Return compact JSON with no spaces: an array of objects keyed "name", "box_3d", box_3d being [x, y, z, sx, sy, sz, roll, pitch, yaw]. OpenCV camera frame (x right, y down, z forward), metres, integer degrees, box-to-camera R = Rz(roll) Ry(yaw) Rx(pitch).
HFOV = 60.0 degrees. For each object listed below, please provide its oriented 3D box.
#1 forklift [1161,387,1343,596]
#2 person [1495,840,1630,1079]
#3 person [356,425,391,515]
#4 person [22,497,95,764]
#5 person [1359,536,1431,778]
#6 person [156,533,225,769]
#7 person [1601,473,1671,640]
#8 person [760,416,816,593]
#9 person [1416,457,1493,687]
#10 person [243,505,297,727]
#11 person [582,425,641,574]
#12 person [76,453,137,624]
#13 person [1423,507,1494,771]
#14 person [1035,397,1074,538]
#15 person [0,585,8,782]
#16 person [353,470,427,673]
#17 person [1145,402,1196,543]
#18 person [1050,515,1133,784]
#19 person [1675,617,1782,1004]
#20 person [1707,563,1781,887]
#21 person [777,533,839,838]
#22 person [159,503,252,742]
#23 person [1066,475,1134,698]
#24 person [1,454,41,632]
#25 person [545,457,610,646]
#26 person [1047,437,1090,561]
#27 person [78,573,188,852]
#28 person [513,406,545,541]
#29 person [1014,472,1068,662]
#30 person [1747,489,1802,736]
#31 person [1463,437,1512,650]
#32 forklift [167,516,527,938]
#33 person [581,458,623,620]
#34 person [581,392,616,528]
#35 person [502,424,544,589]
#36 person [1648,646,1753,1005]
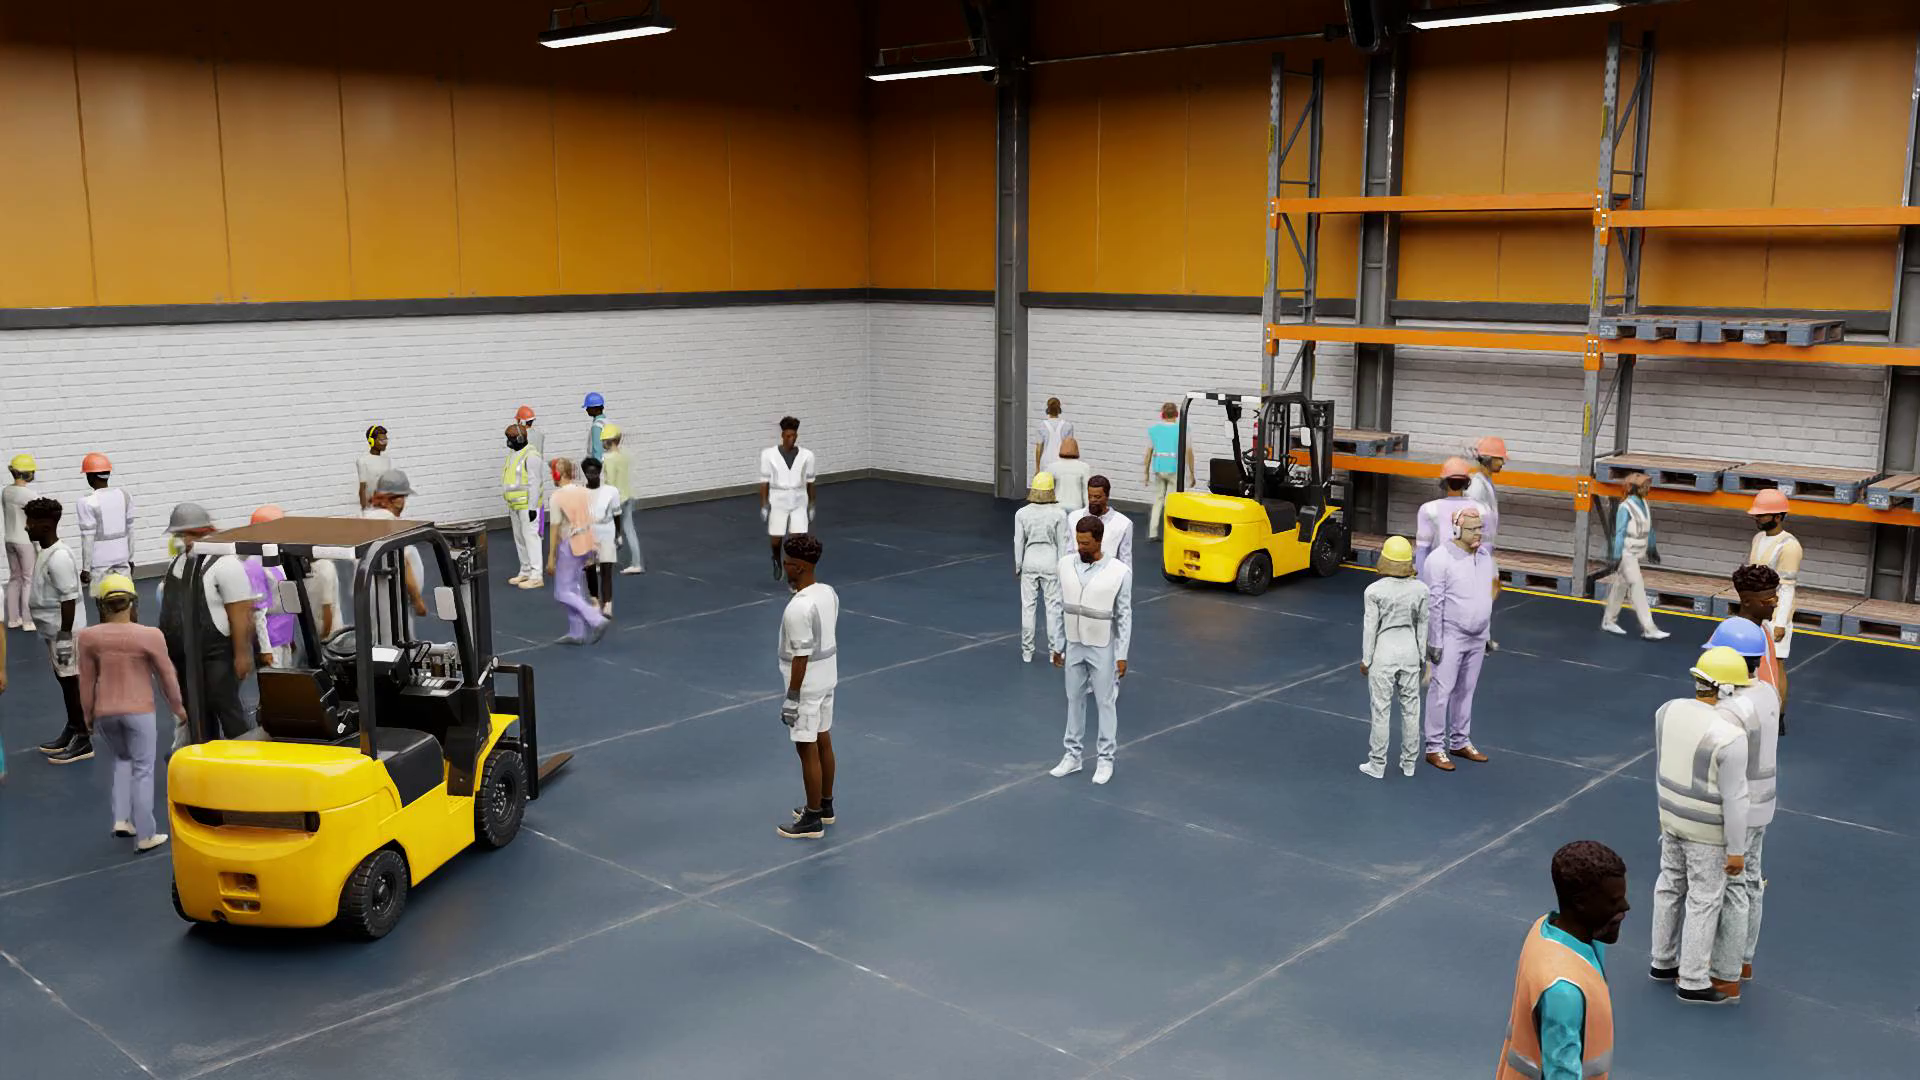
[{"name":"forklift","box_3d":[3.298,-0.608,18.767,1.214,2.155,2.313,9,13,42]},{"name":"person","box_3d":[1.912,1.883,5.377,0.373,1.915,0.594,3,10,17]},{"name":"person","box_3d":[-6.329,-0.320,18.095,0.323,1.860,0.519,4,11,22]},{"name":"person","box_3d":[-6.630,0.653,12.234,0.372,1.966,0.603,-7,12,-34]},{"name":"person","box_3d":[3.088,0.831,11.855,0.487,1.746,0.287,-2,10,-9]},{"name":"person","box_3d":[-5.400,0.823,11.857,0.781,1.778,0.615,9,13,41]},{"name":"person","box_3d":[6.588,0.166,16.048,0.801,1.606,0.518,9,13,42]},{"name":"person","box_3d":[-1.889,-0.403,18.271,0.634,1.951,0.610,-2,10,-14]},{"name":"person","box_3d":[4.155,0.314,14.025,0.633,2.024,0.574,2,10,13]},{"name":"person","box_3d":[-4.944,0.704,12.032,0.362,1.938,0.545,-1,10,-4]},{"name":"person","box_3d":[-4.060,-0.462,19.234,0.836,1.724,0.555,3,10,16]},{"name":"person","box_3d":[-7.740,0.171,15.066,0.364,1.934,0.552,4,11,23]},{"name":"person","box_3d":[3.651,0.708,12.100,0.639,1.908,0.409,-7,12,-33]},{"name":"person","box_3d":[1.226,-0.932,21.622,0.504,1.842,0.345,0,10,0]},{"name":"person","box_3d":[-6.792,0.873,11.422,0.573,1.812,0.459,-1,10,-6]},{"name":"person","box_3d":[-4.526,0.403,13.448,0.886,2.000,0.710,-6,12,-31]},{"name":"person","box_3d":[2.668,-0.838,21.147,0.624,1.827,0.428,5,11,26]},{"name":"person","box_3d":[0.933,0.760,11.786,0.587,1.913,0.394,6,12,32]},{"name":"person","box_3d":[3.870,1.346,8.341,0.398,1.949,0.604,9,13,41]},{"name":"person","box_3d":[4.553,1.100,9.694,0.603,1.966,0.368,-10,14,-43]},{"name":"person","box_3d":[-0.981,0.928,10.673,0.368,1.966,0.603,3,10,15]},{"name":"person","box_3d":[-5.254,0.735,11.559,0.752,2.000,0.540,5,11,27]},{"name":"person","box_3d":[1.163,0.397,13.866,0.596,1.912,0.392,6,12,32]},{"name":"person","box_3d":[-9.230,0.026,16.426,0.533,1.756,0.372,5,11,29]},{"name":"person","box_3d":[-3.594,0.132,15.621,0.565,1.816,0.601,3,10,14]},{"name":"person","box_3d":[1.252,-0.381,19.115,0.527,1.604,0.694,1,10,8]},{"name":"person","box_3d":[-5.189,1.079,10.424,0.566,1.737,0.400,0,10,3]},{"name":"person","box_3d":[-5.548,-0.845,21.358,0.318,1.756,0.563,3,11,19]},{"name":"person","box_3d":[0.745,0.248,15.181,0.492,1.742,0.319,2,10,10]},{"name":"person","box_3d":[6.245,0.560,12.896,0.392,1.929,0.539,-1,10,-5]},{"name":"person","box_3d":[4.920,0.038,15.578,0.641,2.017,0.627,4,11,24]},{"name":"forklift","box_3d":[-3.583,0.976,9.748,1.214,2.155,2.313,2,10,11]},{"name":"person","box_3d":[-3.696,-0.001,16.815,0.552,1.651,0.864,-2,10,-10]},{"name":"person","box_3d":[-4.611,-0.925,21.313,0.416,1.939,0.604,0,10,1]},{"name":"person","box_3d":[-4.872,-0.386,18.550,0.429,1.831,0.638,-8,13,-39]},{"name":"person","box_3d":[3.705,1.417,8.313,0.403,1.821,0.602,-3,10,-14]}]
